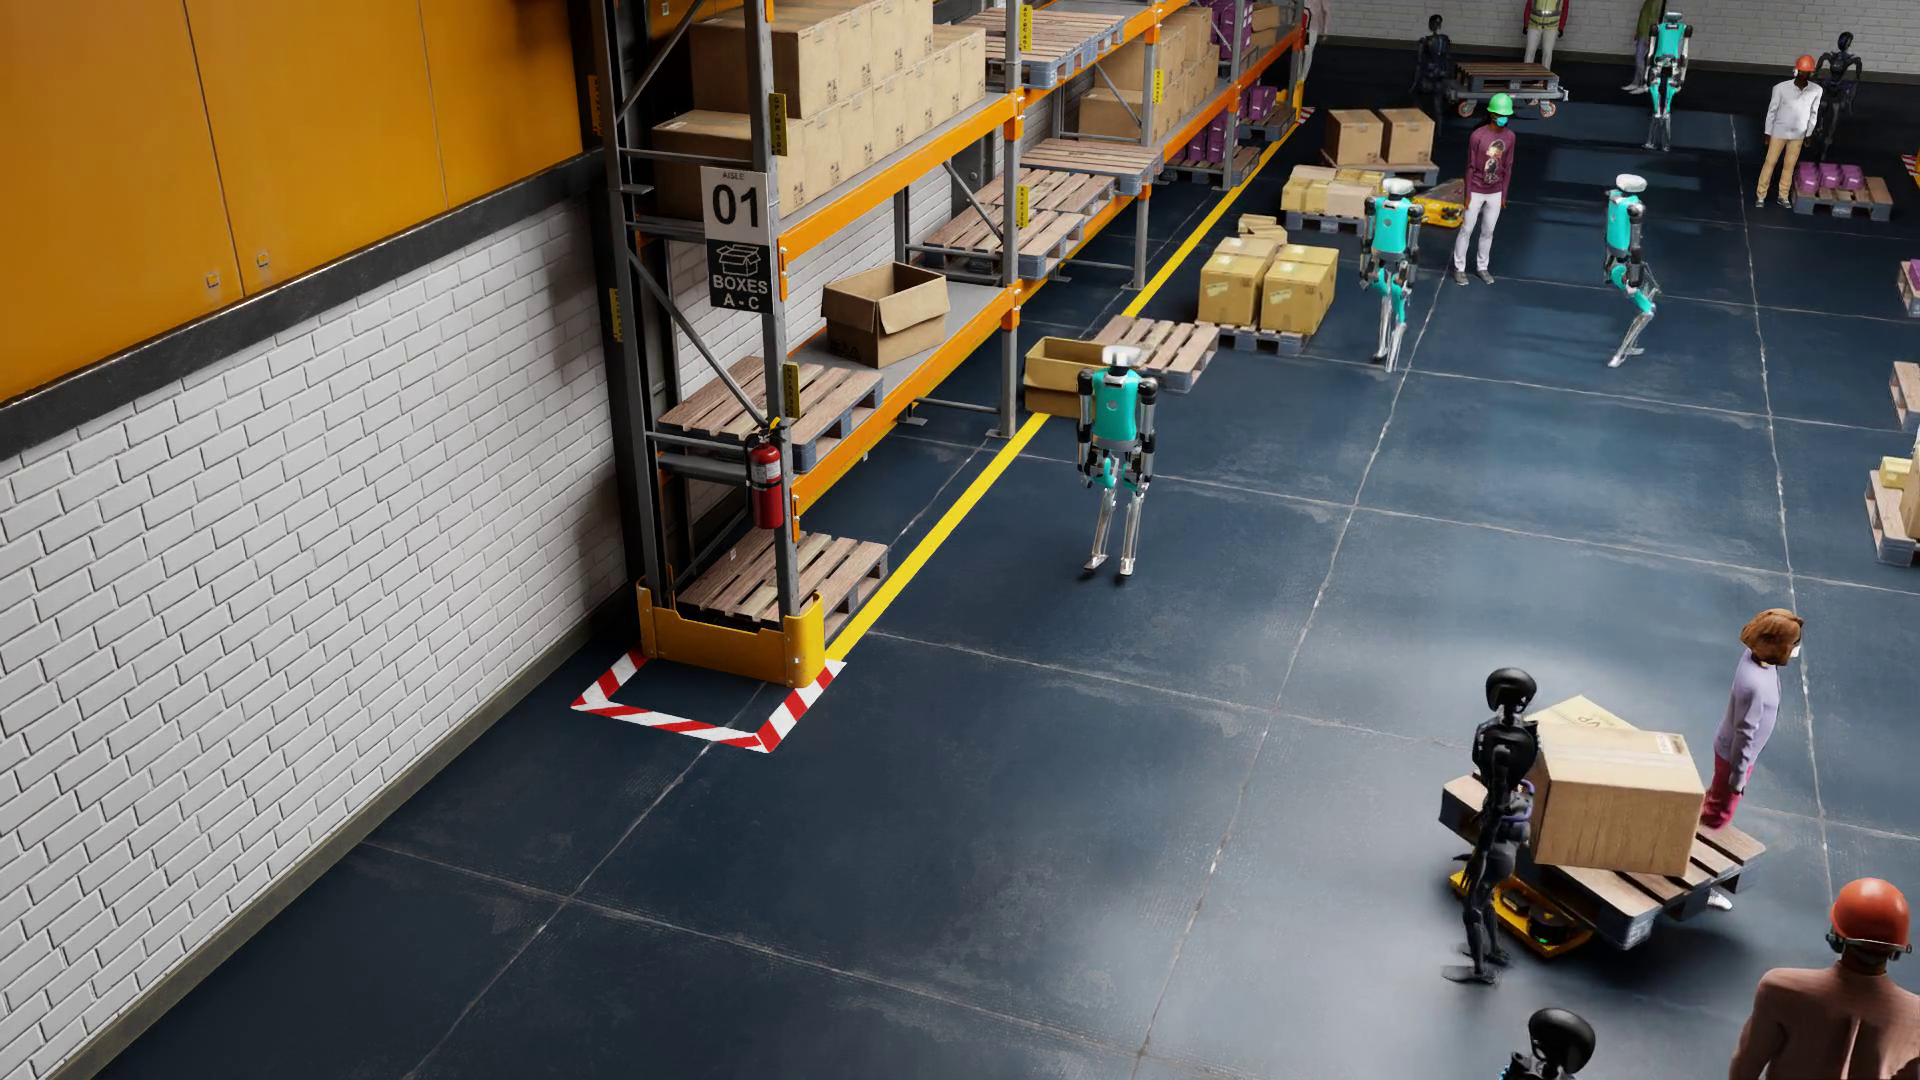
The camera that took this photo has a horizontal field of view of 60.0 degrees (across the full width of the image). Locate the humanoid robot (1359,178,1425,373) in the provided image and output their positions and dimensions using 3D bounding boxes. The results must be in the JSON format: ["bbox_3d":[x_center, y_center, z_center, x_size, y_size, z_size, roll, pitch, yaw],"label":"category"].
[{"bbox_3d":[3.874,-2.357,14.780,0.535,1.828,0.748,19,33,32],"label":"humanoid robot"}]

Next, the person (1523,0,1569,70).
[{"bbox_3d":[8.782,-7.726,25.022,0.620,1.844,0.429,11,29,20],"label":"person"}]

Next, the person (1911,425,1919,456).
[{"bbox_3d":[7.744,-1.382,12.812,0.345,1.746,0.571,8,28,16],"label":"person"}]

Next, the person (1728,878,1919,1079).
[{"bbox_3d":[3.046,2.045,5.918,0.616,1.986,0.402,12,30,22],"label":"person"}]

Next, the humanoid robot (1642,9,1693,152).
[{"bbox_3d":[9.205,-5.949,21.708,0.571,1.784,0.843,8,28,15],"label":"humanoid robot"}]

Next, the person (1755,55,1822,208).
[{"bbox_3d":[9.640,-4.747,19.333,0.562,1.755,0.322,3,27,6],"label":"person"}]

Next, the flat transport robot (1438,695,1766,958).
[{"bbox_3d":[3.270,1.659,8.533,1.431,0.231,0.659,-15,31,-27],"label":"flat transport robot"}]

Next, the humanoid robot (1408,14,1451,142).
[{"bbox_3d":[6.298,-6.185,22.257,0.614,1.625,0.768,-12,30,-22],"label":"humanoid robot"}]

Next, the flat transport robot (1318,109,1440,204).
[{"bbox_3d":[5.009,-4.288,20.068,0.659,0.231,1.431,-1,27,-1],"label":"flat transport robot"}]

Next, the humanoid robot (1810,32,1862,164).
[{"bbox_3d":[11.056,-5.612,21.124,0.608,1.630,0.711,20,33,33],"label":"humanoid robot"}]

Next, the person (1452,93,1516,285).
[{"bbox_3d":[5.312,-3.539,16.798,0.481,1.943,0.434,-3,27,-6],"label":"person"}]

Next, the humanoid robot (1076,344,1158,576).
[{"bbox_3d":[1.092,-0.590,11.147,0.533,1.677,0.735,10,29,18],"label":"humanoid robot"}]

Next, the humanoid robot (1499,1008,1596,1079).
[{"bbox_3d":[1.992,2.269,5.870,0.773,1.631,0.589,11,29,21],"label":"humanoid robot"}]

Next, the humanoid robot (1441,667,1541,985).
[{"bbox_3d":[2.487,1.333,7.652,0.381,1.656,0.587,10,29,18],"label":"humanoid robot"}]

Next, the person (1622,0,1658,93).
[{"bbox_3d":[10.207,-7.517,24.845,0.287,1.634,0.514,5,28,9],"label":"person"}]

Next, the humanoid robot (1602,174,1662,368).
[{"bbox_3d":[6.055,-2.374,14.760,0.870,1.779,0.590,-4,28,-8],"label":"humanoid robot"}]

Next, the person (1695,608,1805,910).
[{"bbox_3d":[3.858,1.052,8.217,0.265,1.631,0.506,13,30,24],"label":"person"}]

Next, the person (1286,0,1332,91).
[{"bbox_3d":[5.142,-7.555,24.635,0.648,1.889,0.911,2,27,5],"label":"person"}]

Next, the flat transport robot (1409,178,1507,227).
[{"bbox_3d":[5.770,-3.932,19.378,0.659,0.231,1.431,21,34,35],"label":"flat transport robot"}]
